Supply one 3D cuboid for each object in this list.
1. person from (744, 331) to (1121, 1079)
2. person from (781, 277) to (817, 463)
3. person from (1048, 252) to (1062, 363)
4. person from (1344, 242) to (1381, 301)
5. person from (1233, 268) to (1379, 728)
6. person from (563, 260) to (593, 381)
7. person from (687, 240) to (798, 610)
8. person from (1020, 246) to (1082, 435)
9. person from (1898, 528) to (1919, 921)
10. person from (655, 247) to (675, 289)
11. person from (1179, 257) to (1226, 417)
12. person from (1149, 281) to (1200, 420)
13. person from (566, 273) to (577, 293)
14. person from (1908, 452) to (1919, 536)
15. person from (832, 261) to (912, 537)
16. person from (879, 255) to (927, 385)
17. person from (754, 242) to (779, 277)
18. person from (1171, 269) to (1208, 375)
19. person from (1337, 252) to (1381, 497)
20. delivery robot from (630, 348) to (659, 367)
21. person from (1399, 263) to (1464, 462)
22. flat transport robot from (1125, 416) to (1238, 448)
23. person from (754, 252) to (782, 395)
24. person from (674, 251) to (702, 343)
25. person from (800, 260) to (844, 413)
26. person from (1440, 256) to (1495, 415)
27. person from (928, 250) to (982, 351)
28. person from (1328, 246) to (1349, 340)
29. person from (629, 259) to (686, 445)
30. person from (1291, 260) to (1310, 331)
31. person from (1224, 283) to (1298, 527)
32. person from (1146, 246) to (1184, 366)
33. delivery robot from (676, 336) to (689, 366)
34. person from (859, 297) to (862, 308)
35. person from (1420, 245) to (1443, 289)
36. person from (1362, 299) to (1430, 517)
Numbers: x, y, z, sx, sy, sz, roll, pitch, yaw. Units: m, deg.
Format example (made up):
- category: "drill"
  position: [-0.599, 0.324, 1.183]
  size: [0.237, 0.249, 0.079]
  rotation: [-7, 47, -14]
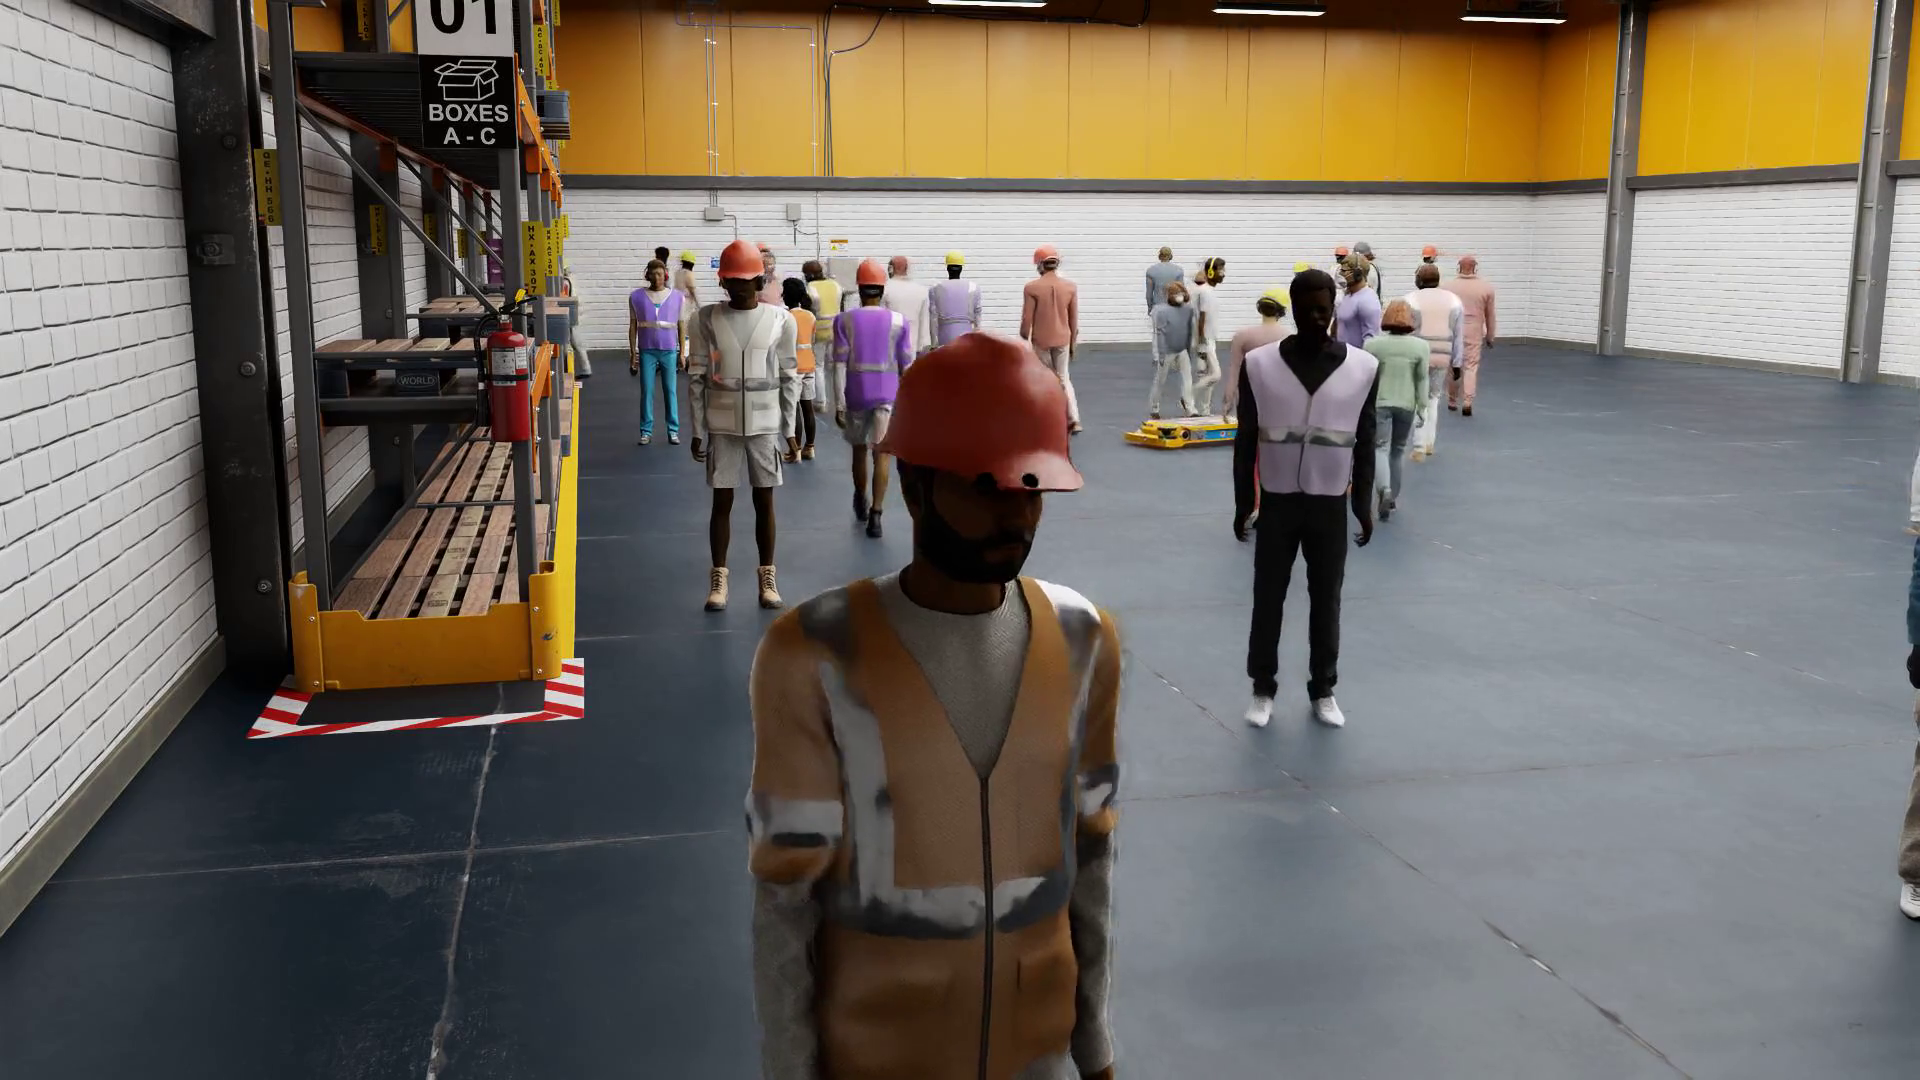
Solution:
- category: "person"
  position: [-0.016, 0.687, 2.292]
  size: [0.575, 1.926, 0.569]
  rotation: [-4, 11, -23]
- category: "person"
  position: [-1.509, -1.549, 15.243]
  size: [0.319, 1.697, 0.532]
  rotation: [5, 12, 27]
- category: "person"
  position: [1.552, -3.873, 27.644]
  size: [0.642, 1.869, 0.592]
  rotation: [-3, 11, -19]
- category: "person"
  position: [6.124, -3.545, 25.349]
  size: [0.536, 2.000, 0.715]
  rotation: [5, 11, 26]
- category: "person"
  position: [1.440, -0.172, 6.993]
  size: [0.592, 1.917, 0.377]
  rotation: [1, 10, 7]
- category: "person"
  position: [-5.777, -3.180, 24.037]
  size: [0.900, 1.778, 0.593]
  rotation: [0, 10, 1]
- category: "person"
  position: [-1.188, -0.620, 9.160]
  size: [0.605, 2.034, 0.392]
  rotation: [-2, 10, -9]
- category: "person"
  position: [0.928, -2.066, 17.356]
  size: [0.665, 1.966, 0.493]
  rotation: [-4, 11, -19]
- category: "person"
  position: [3.083, 0.339, 4.950]
  size: [0.511, 1.638, 0.307]
  rotation: [2, 10, 12]
- category: "person"
  position: [-4.812, -3.776, 26.949]
  size: [0.679, 1.926, 0.682]
  rotation: [-5, 11, -25]
- category: "person"
  position: [2.732, -2.189, 18.385]
  size: [0.458, 1.844, 0.618]
  rotation: [4, 11, 22]
- category: "person"
  position: [2.378, -2.069, 18.462]
  size: [0.530, 1.592, 0.824]
  rotation: [-6, 12, -29]
- category: "person"
  position: [-6.029, -3.339, 25.104]
  size: [0.541, 1.704, 0.706]
  rotation: [3, 11, 14]
- category: "person"
  position: [6.713, -0.877, 11.071]
  size: [0.612, 1.848, 0.885]
  rotation: [-2, 10, -9]
- category: "person"
  position: [-0.613, -1.007, 11.714]
  size: [0.565, 1.880, 0.997]
  rotation: [-1, 10, -5]
- category: "person"
  position: [-0.640, -2.044, 17.458]
  size: [0.661, 1.884, 0.481]
  rotation: [-8, 13, -38]
- category: "person"
  position: [-3.061, -3.729, 26.481]
  size: [0.748, 1.999, 0.681]
  rotation: [6, 12, 32]
- category: "person"
  position: [3.521, -3.296, 25.183]
  size: [0.632, 1.613, 0.500]
  rotation: [-5, 11, -25]
- category: "person"
  position: [3.147, -1.306, 13.229]
  size: [0.371, 1.939, 0.629]
  rotation: [0, 10, -2]
- category: "delivery robot"
  position: [-4.647, -2.810, 25.134]
  size: [0.477, 0.478, 0.707]
  rotation: [7, 12, 34]
- category: "person"
  position: [4.282, -1.645, 15.423]
  size: [0.656, 1.818, 0.630]
  rotation: [-1, 10, -6]
- category: "flat transport robot"
  position: [2.426, -1.100, 16.707]
  size: [1.431, 0.197, 0.652]
  rotation: [-6, 12, -31]
- category: "person"
  position: [-2.482, -2.749, 21.383]
  size: [0.442, 1.887, 0.655]
  rotation: [8, 13, 38]
- category: "person"
  position: [-4.627, -3.913, 27.910]
  size: [0.981, 1.865, 0.576]
  rotation: [-6, 12, -32]
- category: "person"
  position: [-1.569, -2.374, 19.511]
  size: [0.685, 1.810, 0.638]
  rotation: [-9, 14, -41]
- category: "person"
  position: [5.948, -2.408, 19.561]
  size: [0.660, 1.861, 0.995]
  rotation: [3, 11, 14]
- category: "person"
  position: [-0.054, -2.171, 18.052]
  size: [0.585, 1.928, 0.365]
  rotation: [-1, 10, -8]
- category: "person"
  position: [6.912, -4.374, 30.262]
  size: [0.388, 1.931, 0.558]
  rotation: [-2, 10, -11]
- category: "person"
  position: [-3.012, -1.870, 16.605]
  size: [0.567, 1.847, 0.389]
  rotation: [-2, 10, -11]
- category: "person"
  position: [5.092, -3.320, 24.950]
  size: [0.779, 1.722, 0.540]
  rotation: [-3, 11, -17]
- category: "person"
  position: [2.157, -0.970, 11.943]
  size: [0.533, 1.732, 0.708]
  rotation: [4, 11, 23]
- category: "person"
  position: [3.324, -3.790, 26.991]
  size: [0.631, 1.939, 0.372]
  rotation: [2, 11, 13]
- category: "delivery robot"
  position: [-4.186, -2.911, 25.695]
  size: [0.477, 0.478, 0.707]
  rotation: [5, 11, 27]
- category: "person"
  position: [-1.060, -2.598, 21.099]
  size: [0.551, 1.682, 0.405]
  rotation: [-9, 14, -41]
- category: "person"
  position: [8.397, -4.206, 29.276]
  size: [0.859, 1.956, 0.657]
  rotation: [-2, 10, -10]
- category: "person"
  position: [3.204, -0.975, 12.300]
  size: [0.508, 1.607, 0.695]
  rotation: [1, 10, 7]
